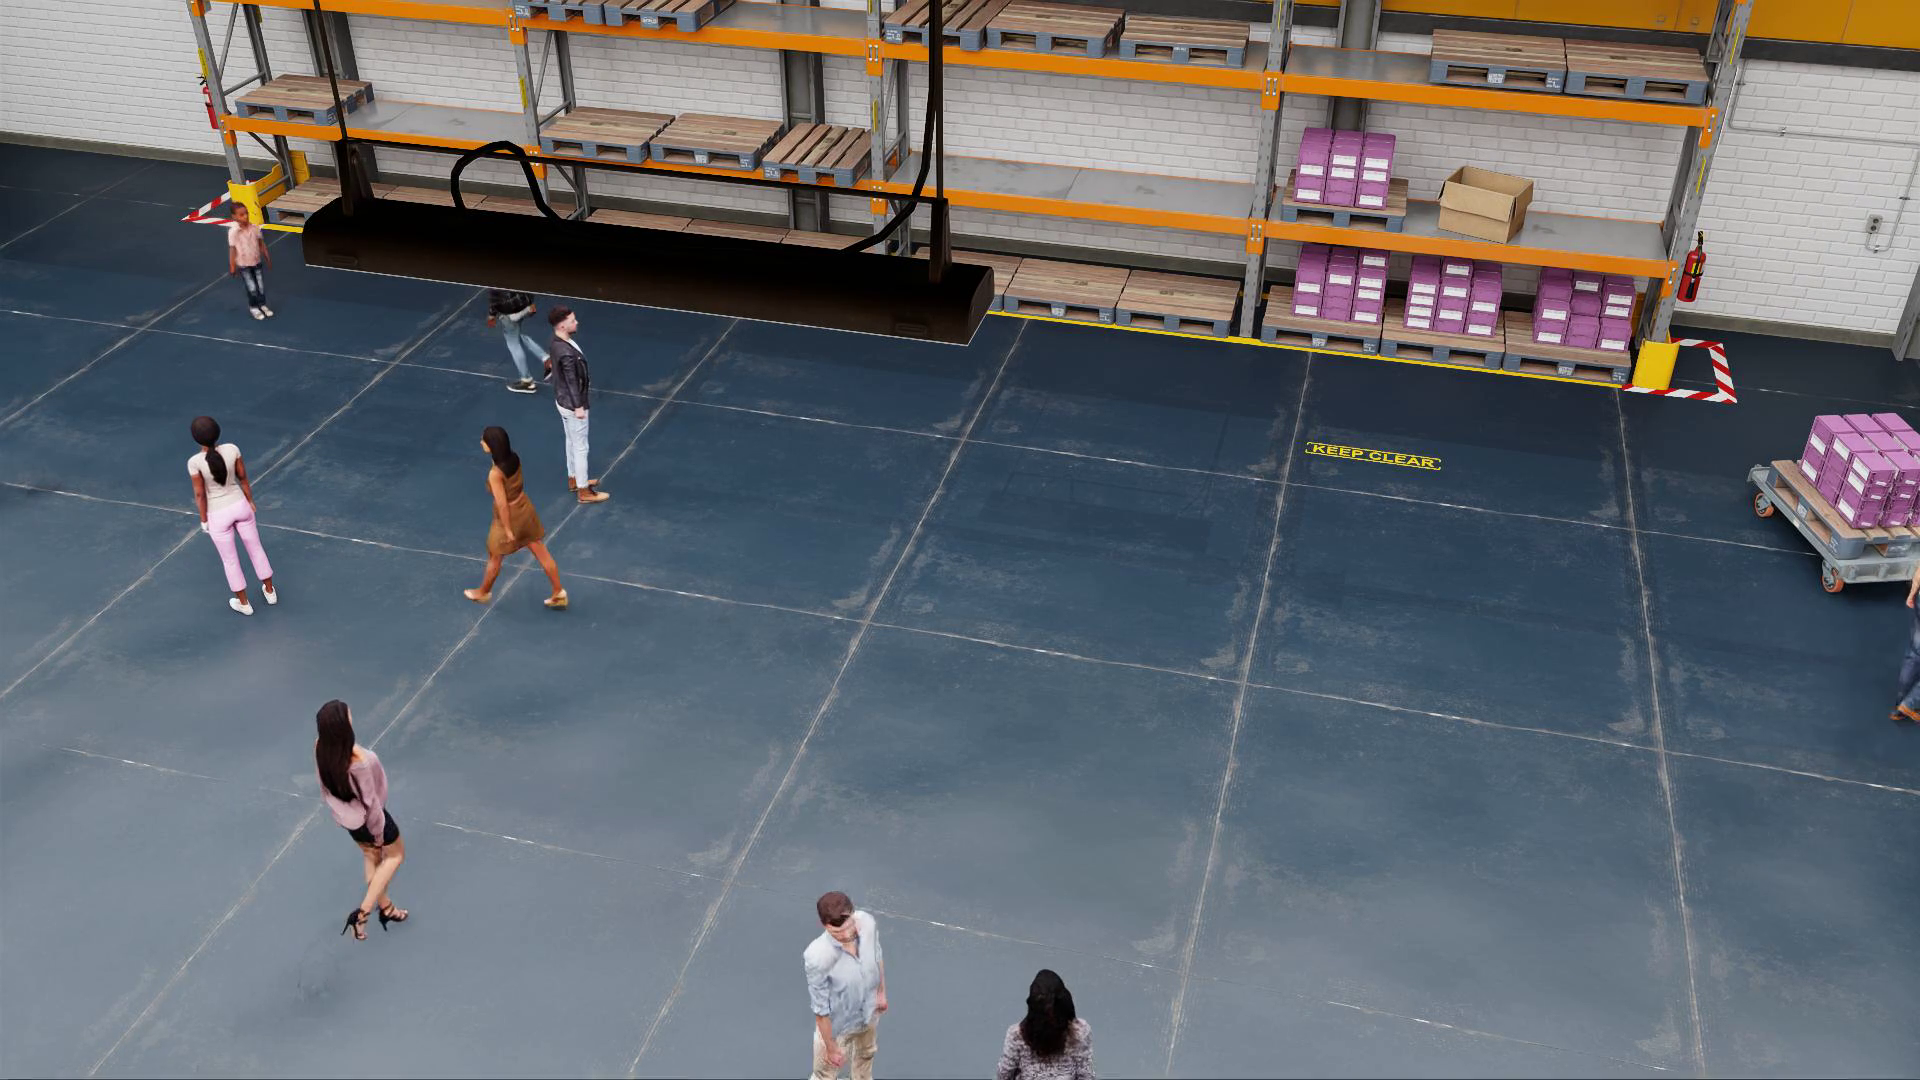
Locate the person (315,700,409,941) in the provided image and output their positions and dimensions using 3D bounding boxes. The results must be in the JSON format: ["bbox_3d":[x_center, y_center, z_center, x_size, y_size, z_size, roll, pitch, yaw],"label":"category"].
[{"bbox_3d":[-3.651,1.737,10.001,0.751,1.801,0.773,17,37,24],"label":"person"}]

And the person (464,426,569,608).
[{"bbox_3d":[-3.387,-0.133,12.951,1.052,1.648,0.593,6,34,10],"label":"person"}]

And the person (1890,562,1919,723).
[{"bbox_3d":[6.889,0.552,11.744,0.905,1.845,0.832,-22,40,-30],"label":"person"}]

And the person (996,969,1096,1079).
[{"bbox_3d":[0.425,2.884,8.367,1.067,1.699,0.941,-2,34,-4],"label":"person"}]

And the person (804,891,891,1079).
[{"bbox_3d":[-0.577,2.491,8.832,0.802,1.839,0.879,20,38,27],"label":"person"}]

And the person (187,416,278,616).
[{"bbox_3d":[-5.708,-0.206,12.977,0.665,1.741,0.663,28,43,35],"label":"person"}]

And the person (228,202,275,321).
[{"bbox_3d":[-7.519,-2.955,17.519,0.643,1.293,0.629,26,42,34],"label":"person"}]

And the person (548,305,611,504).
[{"bbox_3d":[-3.350,-1.184,14.363,0.767,1.836,0.726,-16,37,-22],"label":"person"}]
